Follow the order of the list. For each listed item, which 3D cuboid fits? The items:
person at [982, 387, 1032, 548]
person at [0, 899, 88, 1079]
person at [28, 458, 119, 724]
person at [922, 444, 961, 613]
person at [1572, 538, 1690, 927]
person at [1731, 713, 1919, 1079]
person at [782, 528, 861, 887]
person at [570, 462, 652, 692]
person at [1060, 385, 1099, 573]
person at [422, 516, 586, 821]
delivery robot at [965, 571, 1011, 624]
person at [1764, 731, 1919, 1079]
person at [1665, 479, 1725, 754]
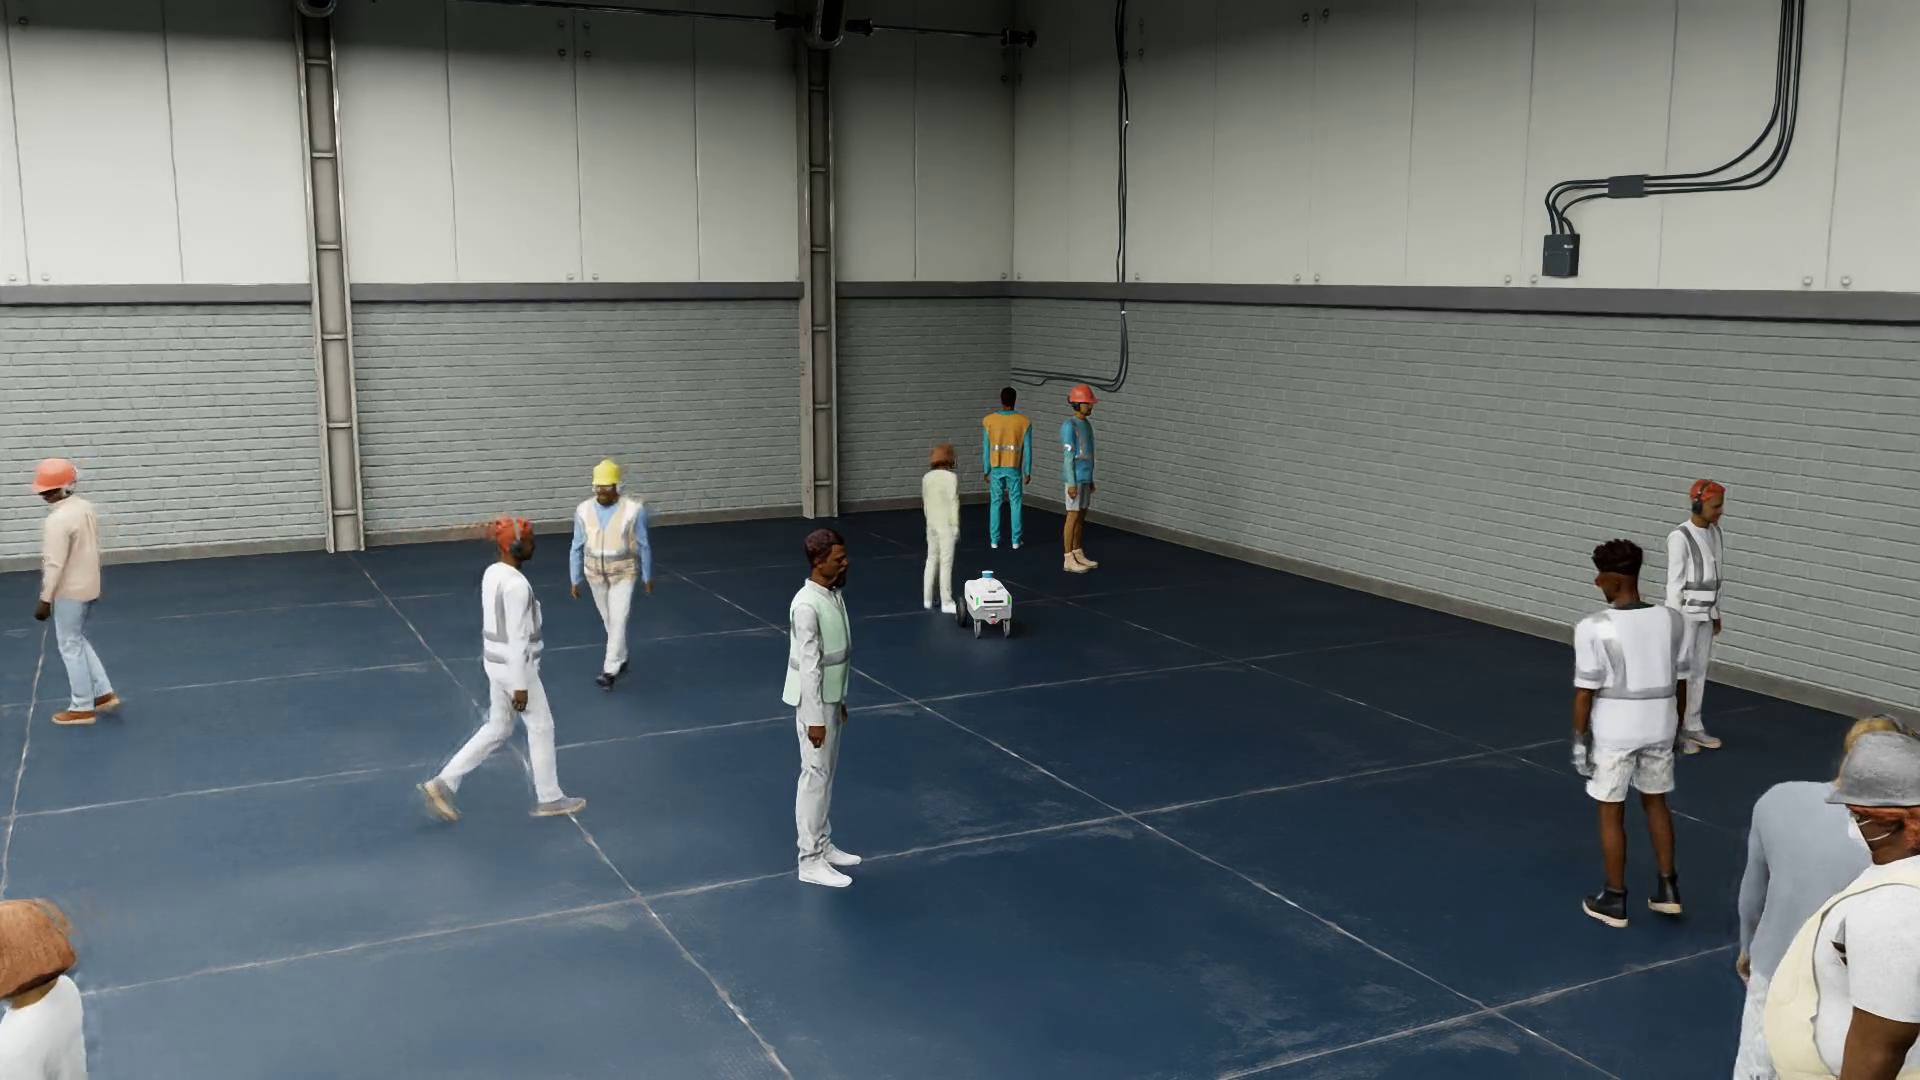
[{"bbox_3d":[0.557,-0.848,19.675,0.584,1.911,0.391,1,9,5],"label":"person"},{"bbox_3d":[-2.558,1.755,4.604,0.872,1.579,0.522,-1,9,-9],"label":"person"},{"bbox_3d":[-6.401,0.371,11.986,0.392,1.961,0.649,-2,9,-10],"label":"person"},{"bbox_3d":[-0.147,-0.112,16.037,0.302,1.613,0.615,-7,12,-38],"label":"person"},{"bbox_3d":[3.363,0.962,8.381,0.639,1.944,0.425,-2,9,-10],"label":"person"},{"bbox_3d":[2.750,1.479,5.439,0.964,1.887,0.700,-5,10,-26],"label":"person"},{"bbox_3d":[-0.748,0.883,8.965,0.393,1.919,0.589,1,9,7],"label":"person"},{"bbox_3d":[-2.776,0.278,13.085,0.619,1.783,0.942,1,9,8],"label":"person"},{"bbox_3d":[1.321,-0.673,18.168,0.371,2.044,0.608,4,10,25],"label":"person"},{"bbox_3d":[-2.724,0.775,9.850,0.874,1.856,0.585,-6,11,-32],"label":"person"},{"bbox_3d":[0.252,0.522,15.087,0.477,0.478,0.707,-1,9,-8],"label":"delivery robot"},{"bbox_3d":[2.554,1.515,4.697,0.677,2.000,0.536,-9,13,-43],"label":"person"},{"bbox_3d":[5.008,0.519,11.345,0.588,1.878,0.371,-7,12,-38],"label":"person"}]
